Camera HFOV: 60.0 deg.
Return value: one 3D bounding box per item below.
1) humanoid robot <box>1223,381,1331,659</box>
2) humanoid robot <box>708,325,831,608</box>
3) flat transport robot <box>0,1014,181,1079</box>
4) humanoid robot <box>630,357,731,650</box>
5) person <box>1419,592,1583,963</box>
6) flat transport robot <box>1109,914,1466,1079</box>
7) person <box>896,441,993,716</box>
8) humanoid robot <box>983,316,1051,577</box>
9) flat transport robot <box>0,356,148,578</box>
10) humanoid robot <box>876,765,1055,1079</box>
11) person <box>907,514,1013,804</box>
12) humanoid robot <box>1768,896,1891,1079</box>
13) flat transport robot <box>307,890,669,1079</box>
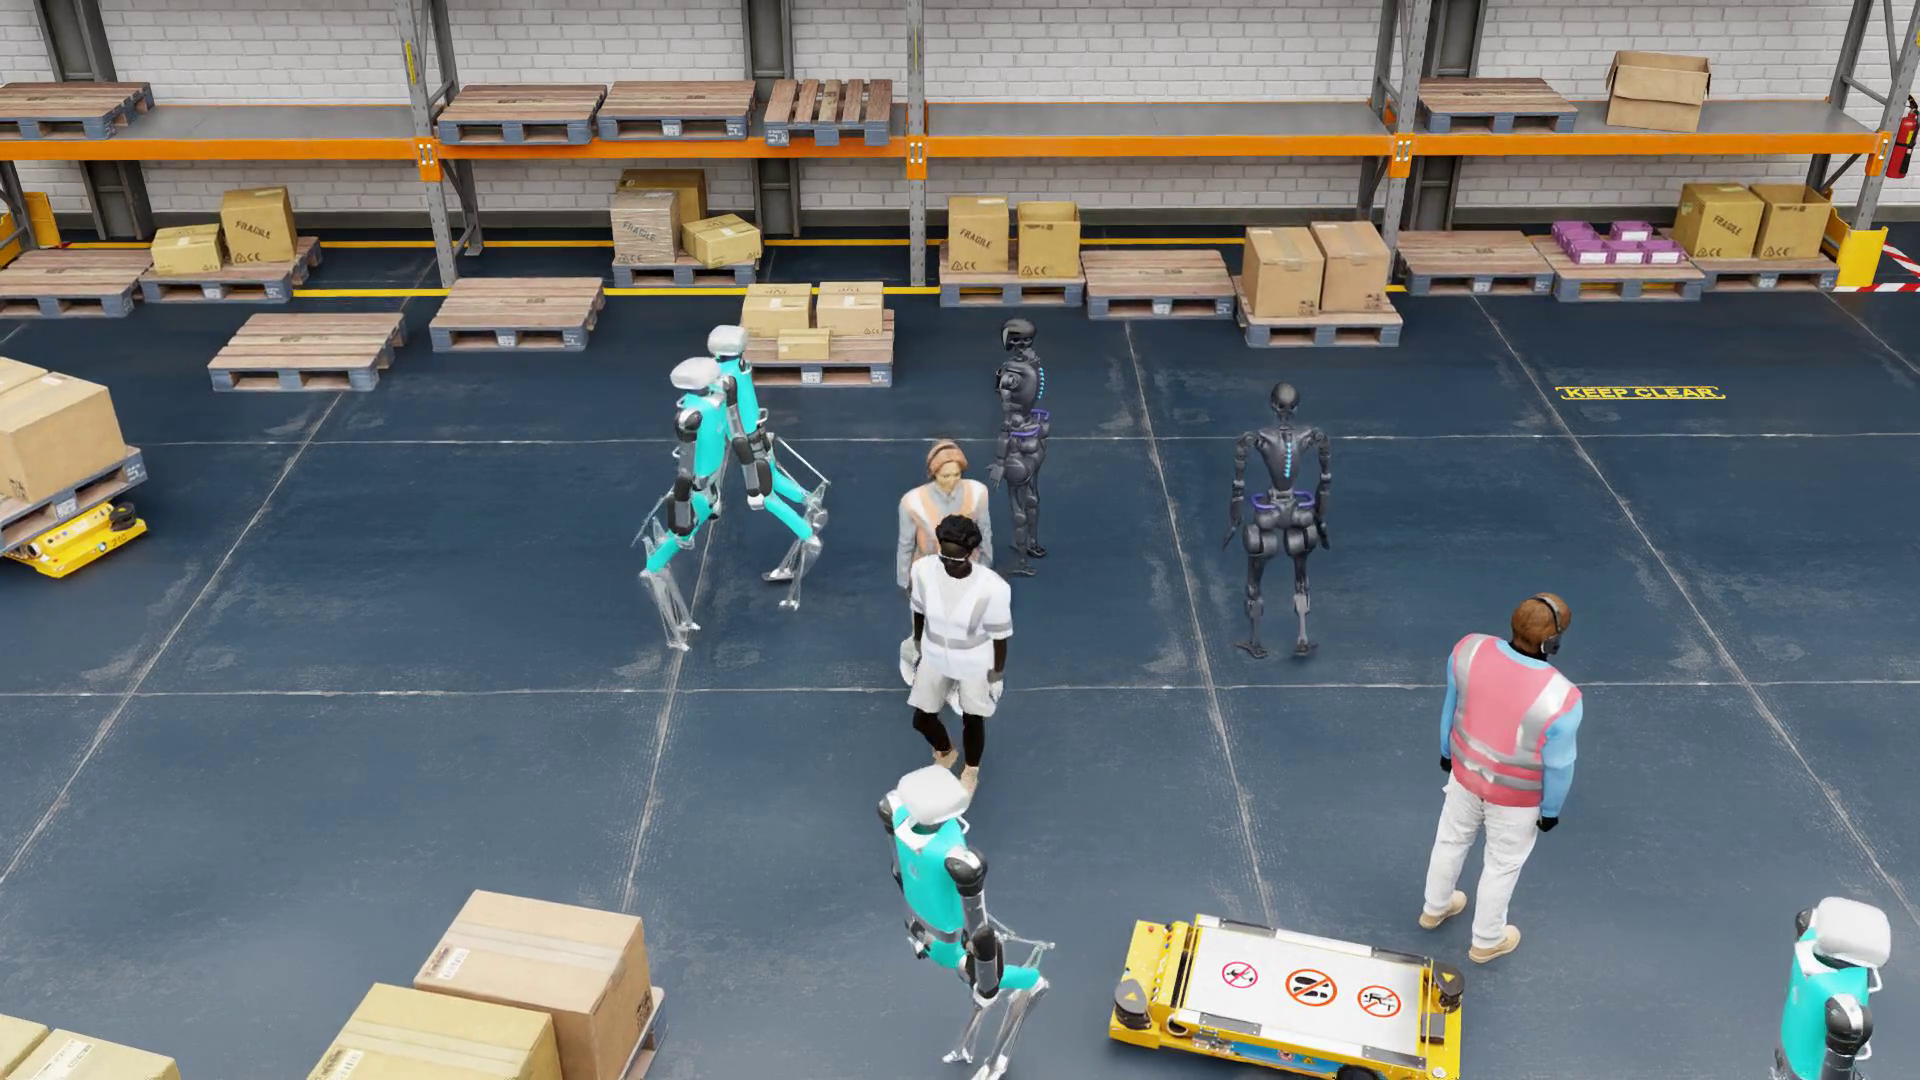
[{"bbox_3d":[1.776,-0.079,9.184,0.594,1.646,0.419,-2,31,-3],"label":"humanoid robot"},{"bbox_3d":[-1.039,-0.408,9.662,0.763,1.772,0.530,-1,31,-2],"label":"humanoid robot"},{"bbox_3d":[-3.378,2.696,5.922,1.431,0.231,0.659,8,32,14],"label":"flat transport robot"},{"bbox_3d":[-1.604,-0.184,9.322,0.691,1.822,0.531,8,32,13],"label":"humanoid robot"},{"bbox_3d":[2.349,1.021,7.199,0.432,1.835,0.628,-23,38,-33],"label":"person"},{"bbox_3d":[1.406,1.981,7.113,1.431,0.231,0.659,8,32,13],"label":"flat transport robot"},{"bbox_3d":[-0.098,0.189,8.782,0.513,1.623,0.429,-13,33,-21],"label":"person"},{"bbox_3d":[0.355,-0.562,9.966,0.315,1.657,0.599,12,33,19],"label":"humanoid robot"},{"bbox_3d":[-5.990,-0.145,10.652,1.431,0.231,0.659,15,34,23],"label":"flat transport robot"},{"bbox_3d":[0.095,1.536,6.460,0.779,1.798,0.534,-23,38,-33],"label":"humanoid robot"},{"bbox_3d":[-0.005,0.595,8.036,0.548,1.678,0.370,13,33,20],"label":"person"},{"bbox_3d":[3.114,2.017,5.722,0.820,1.864,0.544,6,31,9],"label":"humanoid robot"},{"bbox_3d":[-1.820,2.347,6.504,1.431,0.231,0.659,7,32,11],"label":"flat transport robot"}]
